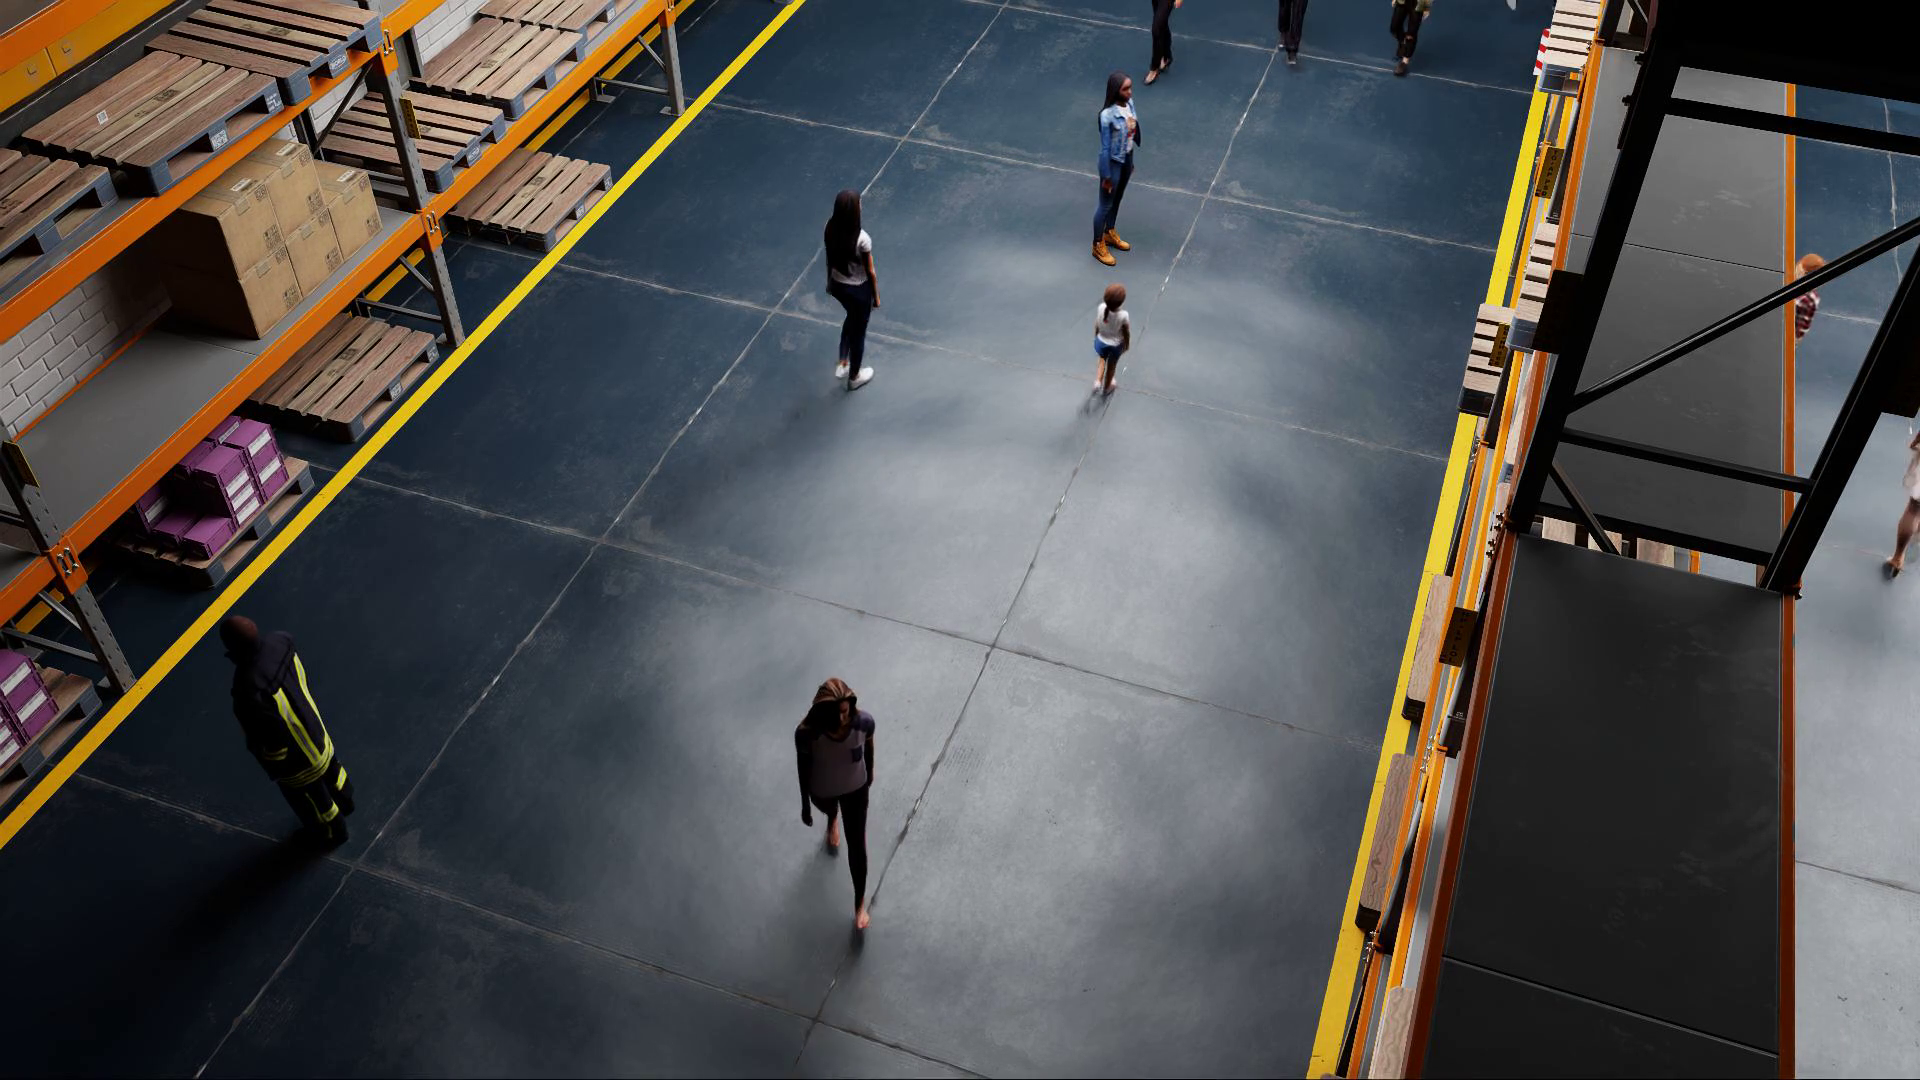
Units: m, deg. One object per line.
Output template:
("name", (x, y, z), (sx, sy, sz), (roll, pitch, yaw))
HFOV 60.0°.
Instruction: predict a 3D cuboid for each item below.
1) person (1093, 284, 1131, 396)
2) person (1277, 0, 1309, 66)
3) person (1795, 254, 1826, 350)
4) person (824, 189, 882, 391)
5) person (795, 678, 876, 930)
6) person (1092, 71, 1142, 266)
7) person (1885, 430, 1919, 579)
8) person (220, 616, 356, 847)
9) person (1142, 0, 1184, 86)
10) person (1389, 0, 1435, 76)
("person", (1.139, -1.535, 12.886), (0.458, 1.013, 0.479), (21, 48, 21))
("person", (3.386, -5.743, 16.801), (0.737, 1.707, 1.107), (7, 44, 7))
("person", (6.332, -1.631, 12.775), (0.682, 1.306, 0.620), (-17, 46, -17))
("person", (-0.884, -1.854, 12.677), (0.694, 1.764, 0.720), (29, 51, 27))
("person", (-0.712, 1.323, 9.402), (0.913, 1.682, 1.171), (-4, 44, -5))
("person", (1.307, -3.177, 14.103), (0.710, 1.713, 0.531), (25, 49, 24))
("person", (6.630, -0.460, 11.222), (0.729, 1.752, 0.984), (20, 47, 20))
("person", (-3.870, 1.073, 9.563), (0.884, 1.821, 0.721), (2, 44, 2))
("person", (2.074, -5.425, 16.415), (0.918, 1.778, 0.834), (-27, 50, -25))
("person", (4.540, -5.385, 16.597), (0.685, 1.469, 0.726), (26, 49, 24))
